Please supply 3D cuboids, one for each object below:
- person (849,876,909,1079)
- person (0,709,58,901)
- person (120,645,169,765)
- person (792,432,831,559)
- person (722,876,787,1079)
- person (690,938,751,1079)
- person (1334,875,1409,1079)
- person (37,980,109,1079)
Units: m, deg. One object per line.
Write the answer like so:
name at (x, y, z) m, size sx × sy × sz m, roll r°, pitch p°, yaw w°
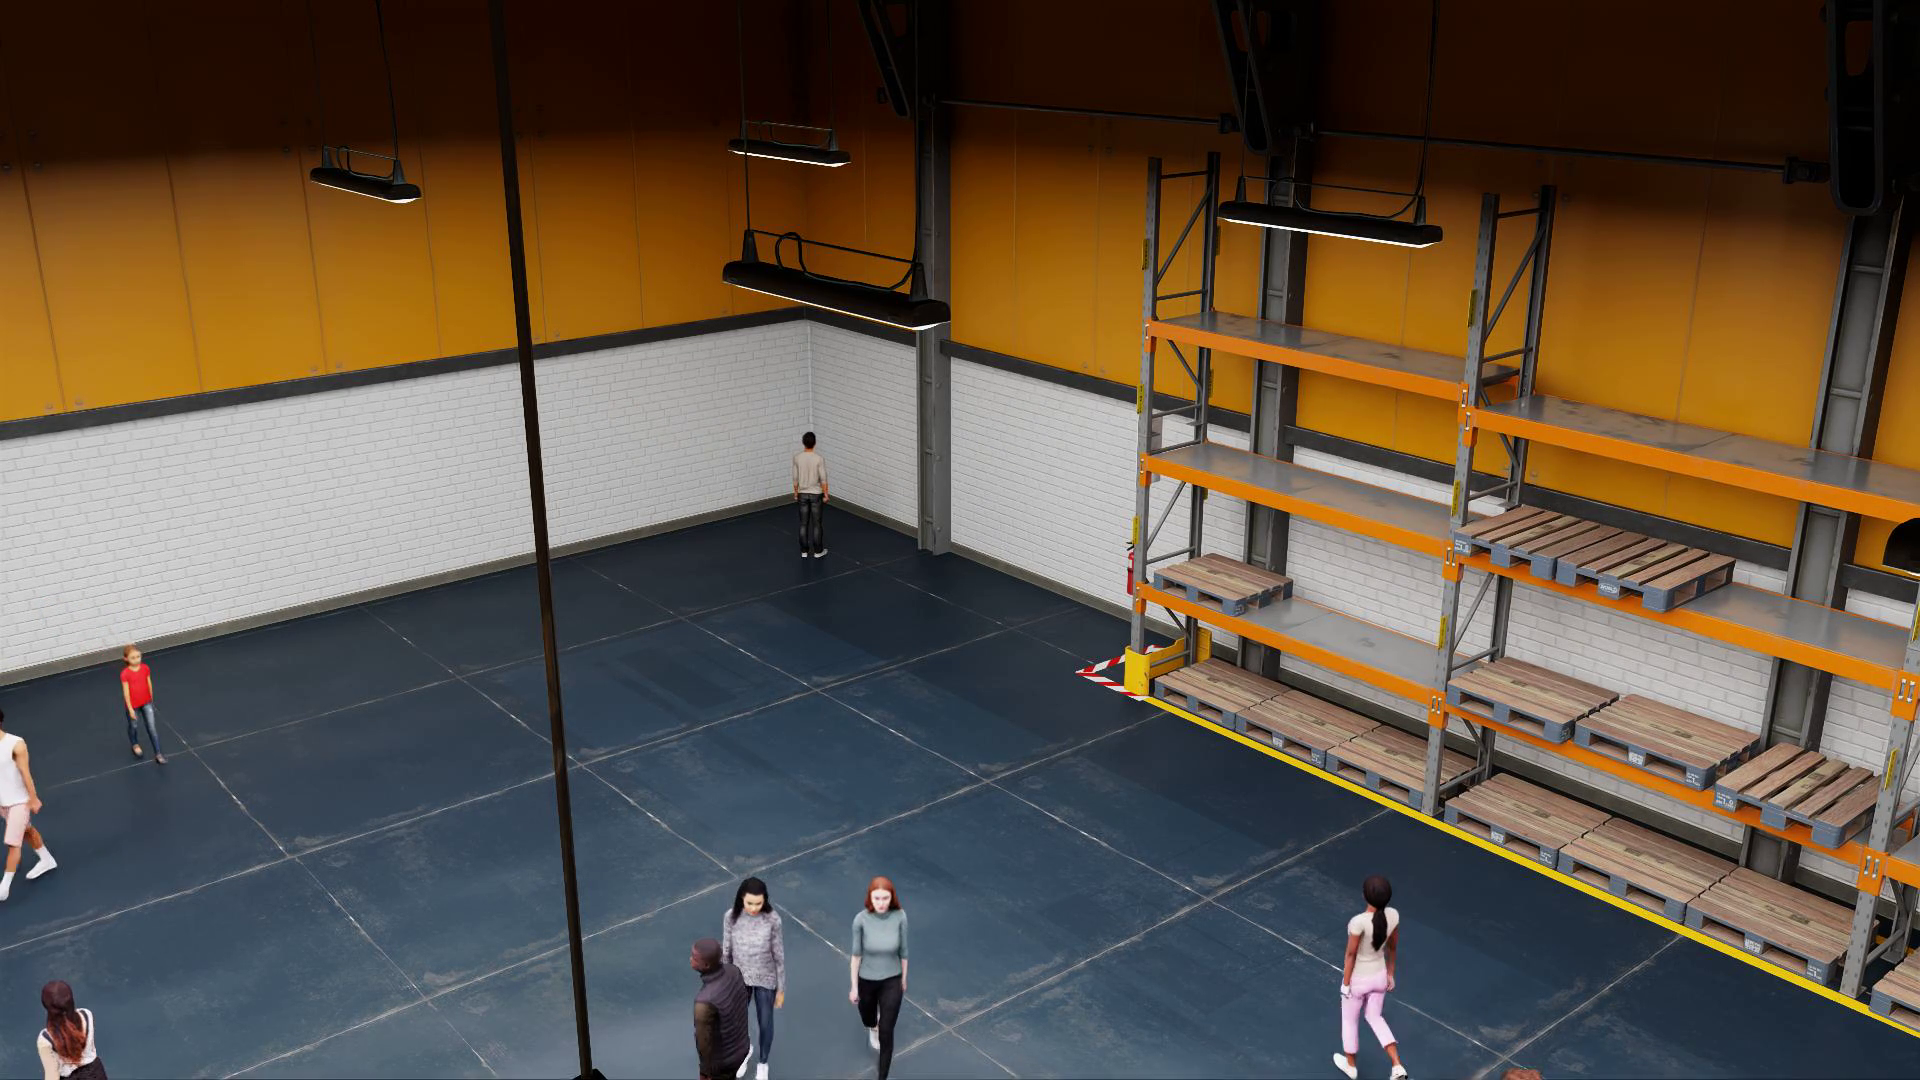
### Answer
person at (-0.599, 3.196, 12.088) m, size 1.009 × 1.717 × 1.171 m, roll -2°, pitch 19°, yaw -5°
person at (-8.357, 2.270, 14.800) m, size 1.133 × 1.741 × 1.057 m, roll 7°, pitch 20°, yaw 19°
person at (-8.549, 1.694, 17.231) m, size 0.914 × 1.280 × 0.527 m, roll 17°, pitch 25°, yaw 40°
person at (-2.104, -0.641, 23.332) m, size 0.705 × 1.811 × 0.795 m, roll 4°, pitch 19°, yaw 11°
person at (-1.482, 3.169, 12.168) m, size 0.749 × 1.717 × 0.801 m, roll 1°, pitch 19°, yaw 2°
person at (-1.519, 3.475, 11.108) m, size 1.077 × 1.812 × 0.976 m, roll 6°, pitch 20°, yaw 17°
person at (2.986, 3.220, 12.001) m, size 0.736 × 1.725 × 0.995 m, roll -8°, pitch 20°, yaw -23°
person at (-5.728, 3.643, 10.906) m, size 0.940 × 1.624 × 0.717 m, roll 12°, pitch 22°, yaw 31°
